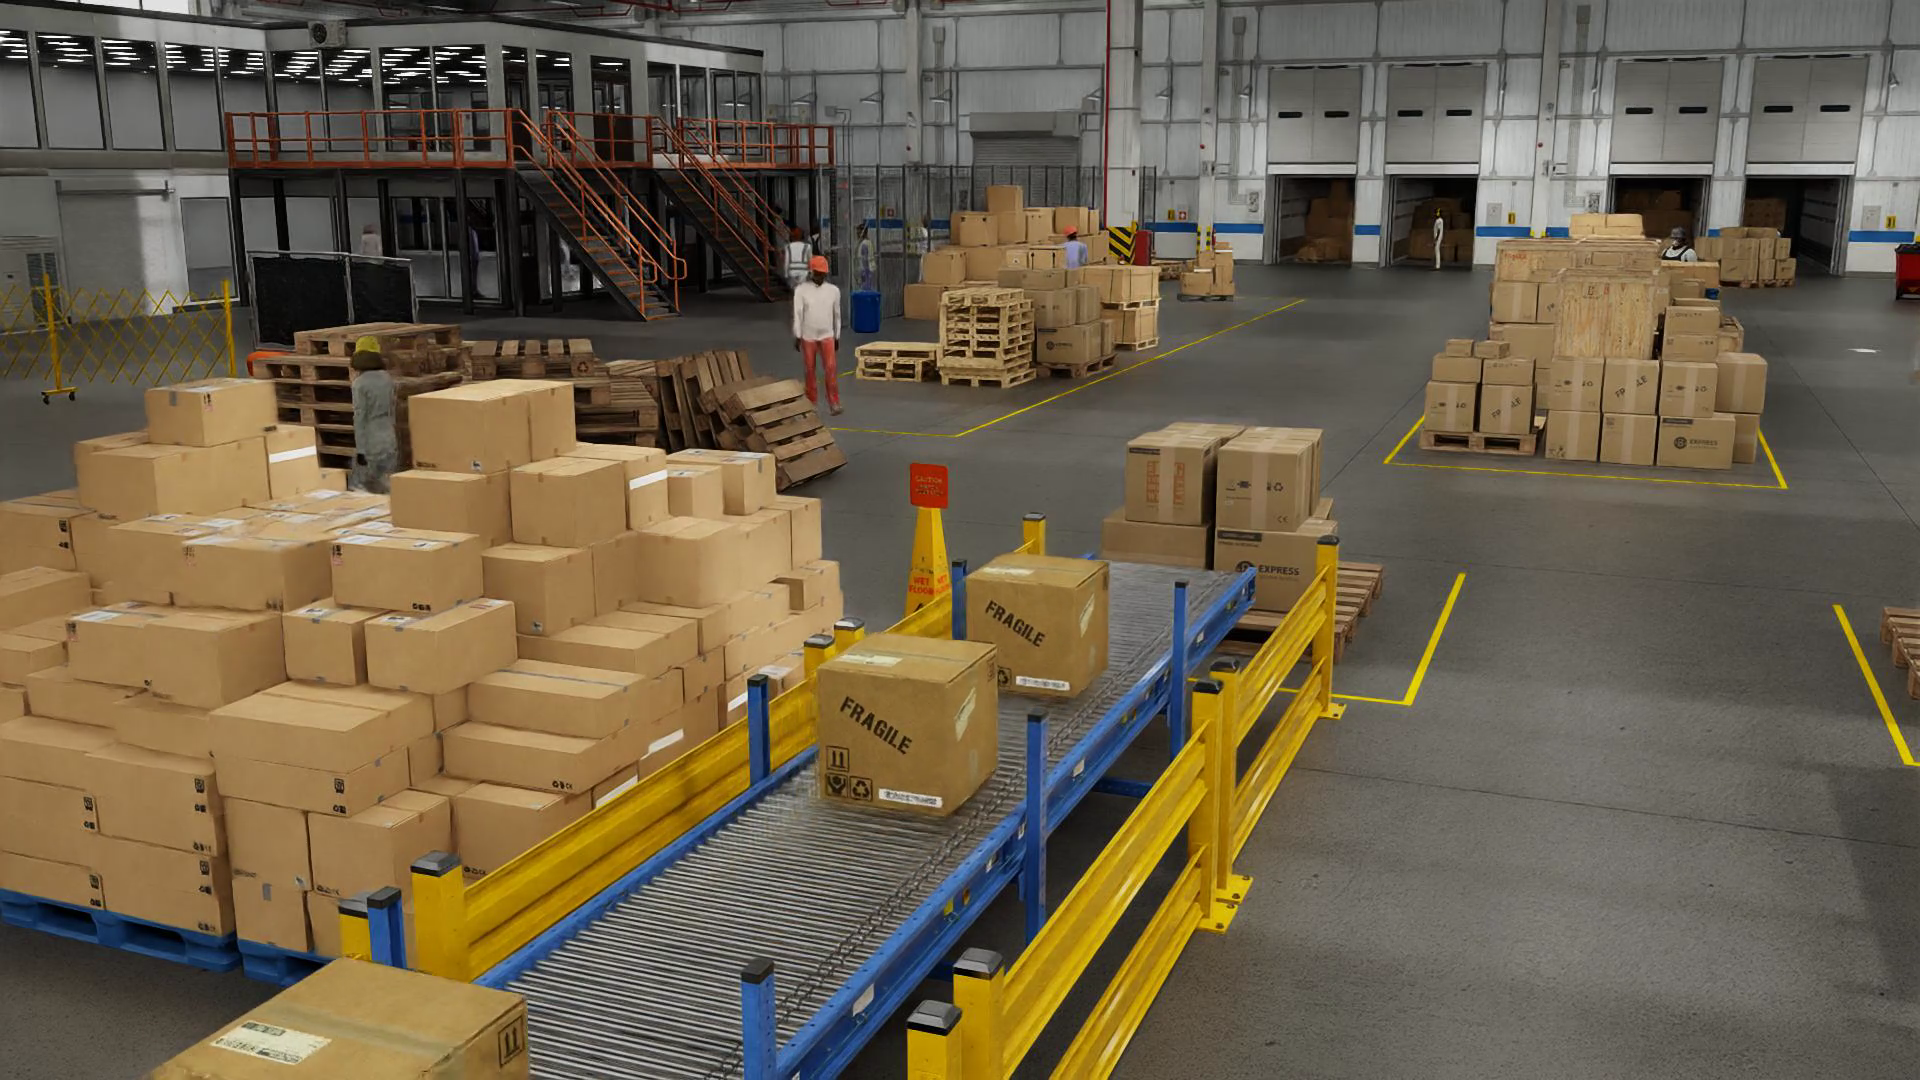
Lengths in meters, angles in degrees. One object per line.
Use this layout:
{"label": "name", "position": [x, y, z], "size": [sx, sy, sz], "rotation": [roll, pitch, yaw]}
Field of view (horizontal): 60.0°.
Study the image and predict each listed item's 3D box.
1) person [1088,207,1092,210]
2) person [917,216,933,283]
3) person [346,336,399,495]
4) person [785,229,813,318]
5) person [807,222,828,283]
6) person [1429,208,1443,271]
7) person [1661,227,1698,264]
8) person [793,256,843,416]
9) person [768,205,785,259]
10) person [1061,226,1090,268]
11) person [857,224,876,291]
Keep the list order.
{"label": "person", "position": [3.746, -8.623, 47.975], "size": [0.391, 1.948, 0.605], "rotation": [-7, 15, -30]}
{"label": "person", "position": [-0.882, -7.298, 42.254], "size": [0.409, 1.848, 0.608], "rotation": [9, 15, 35]}
{"label": "person", "position": [-4.654, -0.758, 13.233], "size": [0.429, 1.715, 0.495], "rotation": [5, 14, 23]}
{"label": "person", "position": [-3.270, -5.402, 33.813], "size": [0.596, 1.834, 1.012], "rotation": [3, 13, 14]}
{"label": "person", "position": [-3.177, -6.194, 37.311], "size": [0.504, 1.847, 0.344], "rotation": [4, 13, 19]}
{"label": "person", "position": [14.237, -8.962, 49.663], "size": [0.328, 1.876, 0.513], "rotation": [5, 13, 20]}
{"label": "person", "position": [12.291, -4.376, 28.715], "size": [0.538, 2.000, 0.689], "rotation": [-7, 14, -28]}
{"label": "person", "position": [-1.734, -2.494, 20.460], "size": [0.638, 1.945, 0.977], "rotation": [-4, 13, -17]}
{"label": "person", "position": [-6.249, -10.433, 56.401], "size": [0.702, 1.821, 0.635], "rotation": [3, 13, 12]}
{"label": "person", "position": [2.310, -5.395, 33.636], "size": [0.583, 1.887, 0.590], "rotation": [4, 13, 17]}
{"label": "person", "position": [-1.914, -5.470, 33.922], "size": [0.397, 1.911, 0.587], "rotation": [1, 13, 3]}
